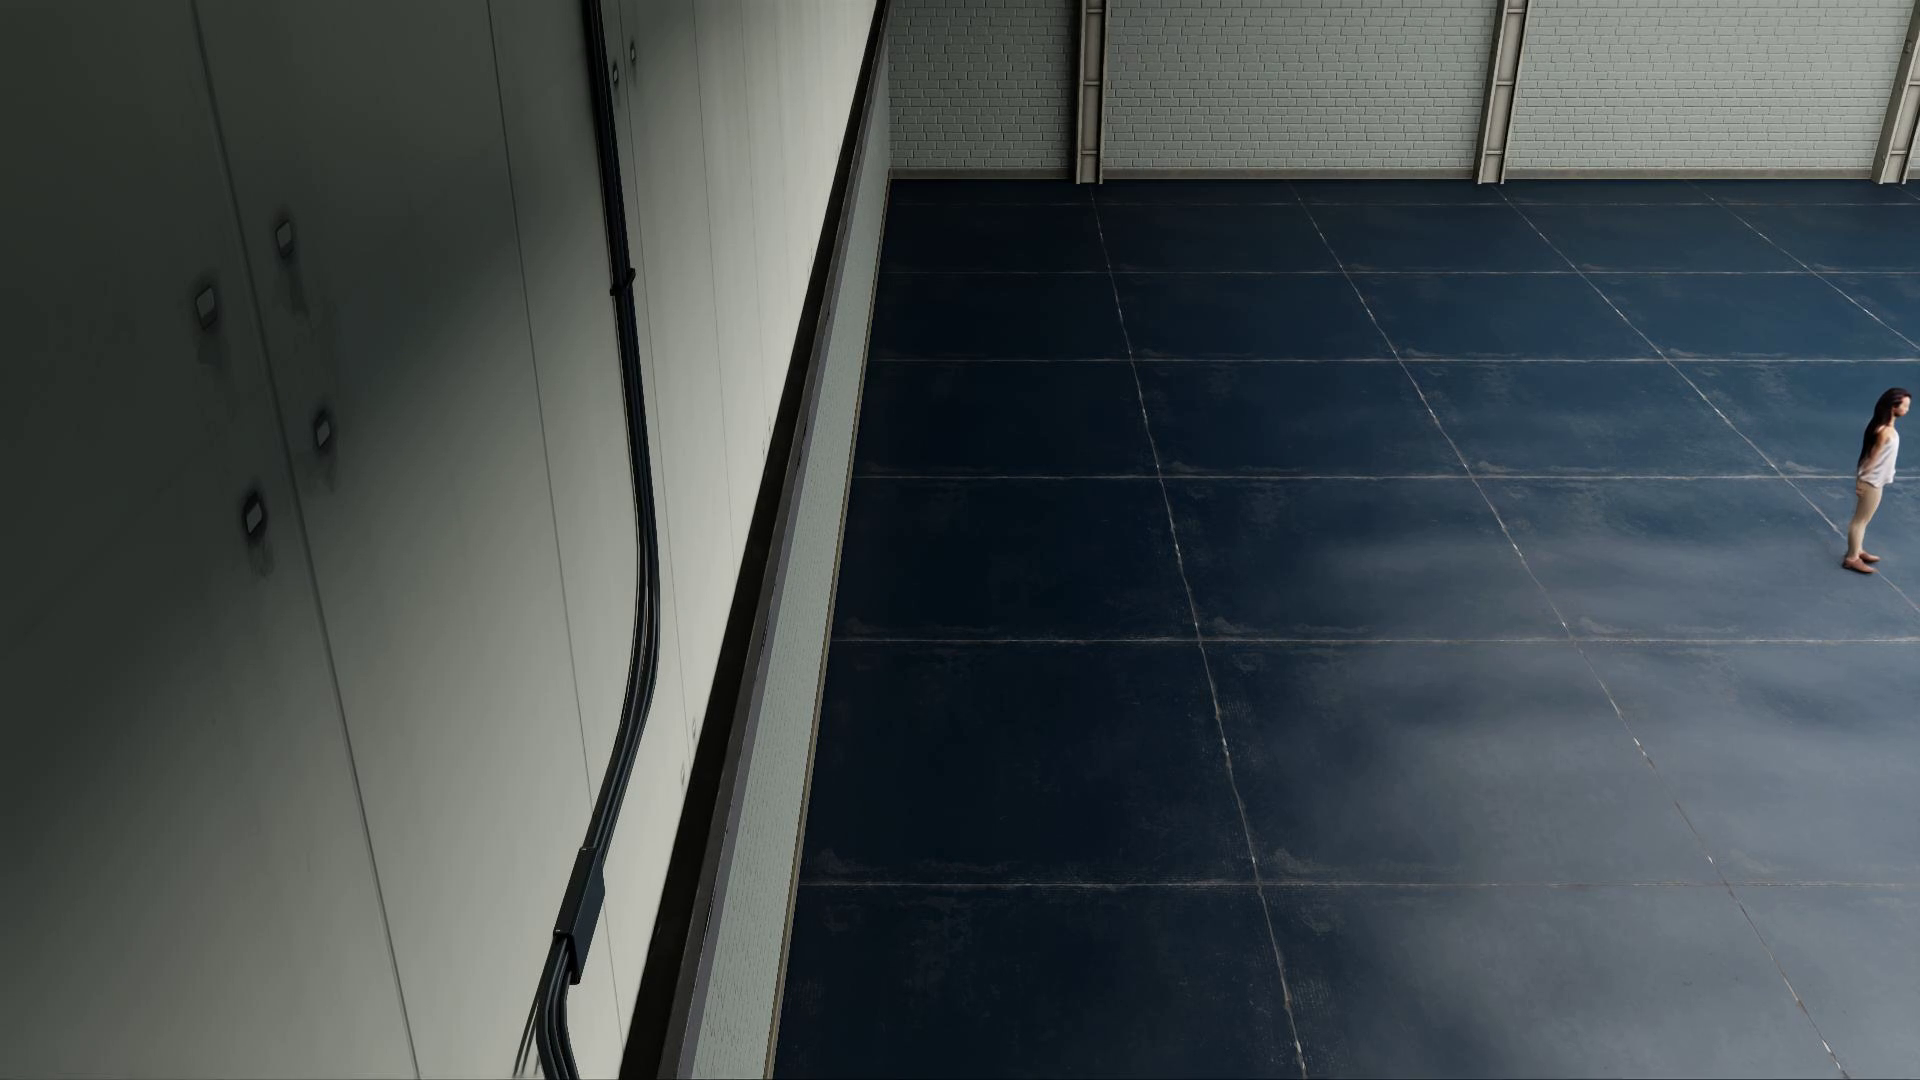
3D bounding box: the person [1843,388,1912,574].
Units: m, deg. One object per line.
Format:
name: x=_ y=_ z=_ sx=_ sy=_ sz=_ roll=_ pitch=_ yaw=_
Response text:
person: x=7.716 y=-0.527 z=14.076 sx=0.719 sy=1.652 sz=0.658 roll=10 pitch=30 yaw=19
